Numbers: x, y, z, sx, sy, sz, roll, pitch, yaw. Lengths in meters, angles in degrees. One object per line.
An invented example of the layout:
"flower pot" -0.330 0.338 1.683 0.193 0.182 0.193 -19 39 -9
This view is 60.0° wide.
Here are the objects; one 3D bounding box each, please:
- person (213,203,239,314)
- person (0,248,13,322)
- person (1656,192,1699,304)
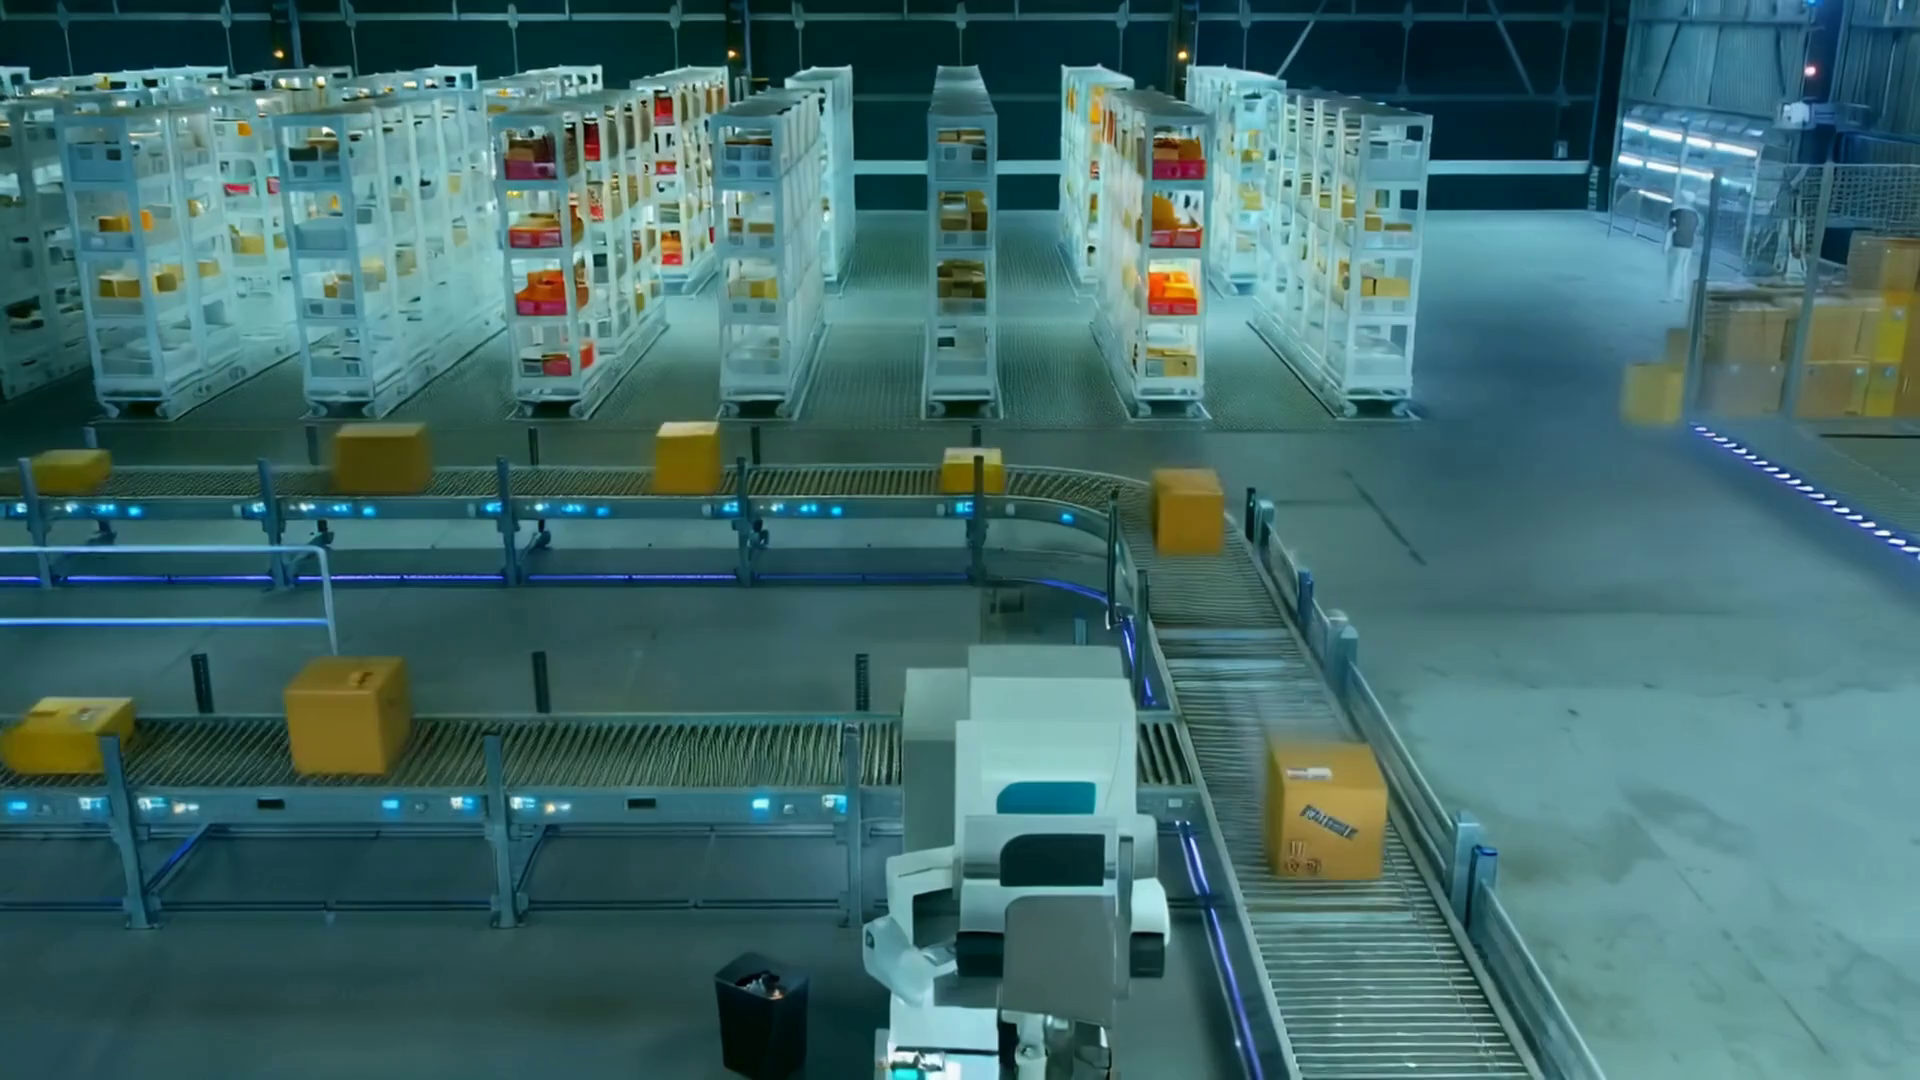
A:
"person" -11.748 -4.560 26.717 0.404 1.834 0.591 -12 22 -33
"person" -14.851 -4.155 25.325 0.753 1.924 0.602 -12 21 -32
"person" 11.889 -4.814 27.501 0.561 1.836 0.383 -4 18 -13
